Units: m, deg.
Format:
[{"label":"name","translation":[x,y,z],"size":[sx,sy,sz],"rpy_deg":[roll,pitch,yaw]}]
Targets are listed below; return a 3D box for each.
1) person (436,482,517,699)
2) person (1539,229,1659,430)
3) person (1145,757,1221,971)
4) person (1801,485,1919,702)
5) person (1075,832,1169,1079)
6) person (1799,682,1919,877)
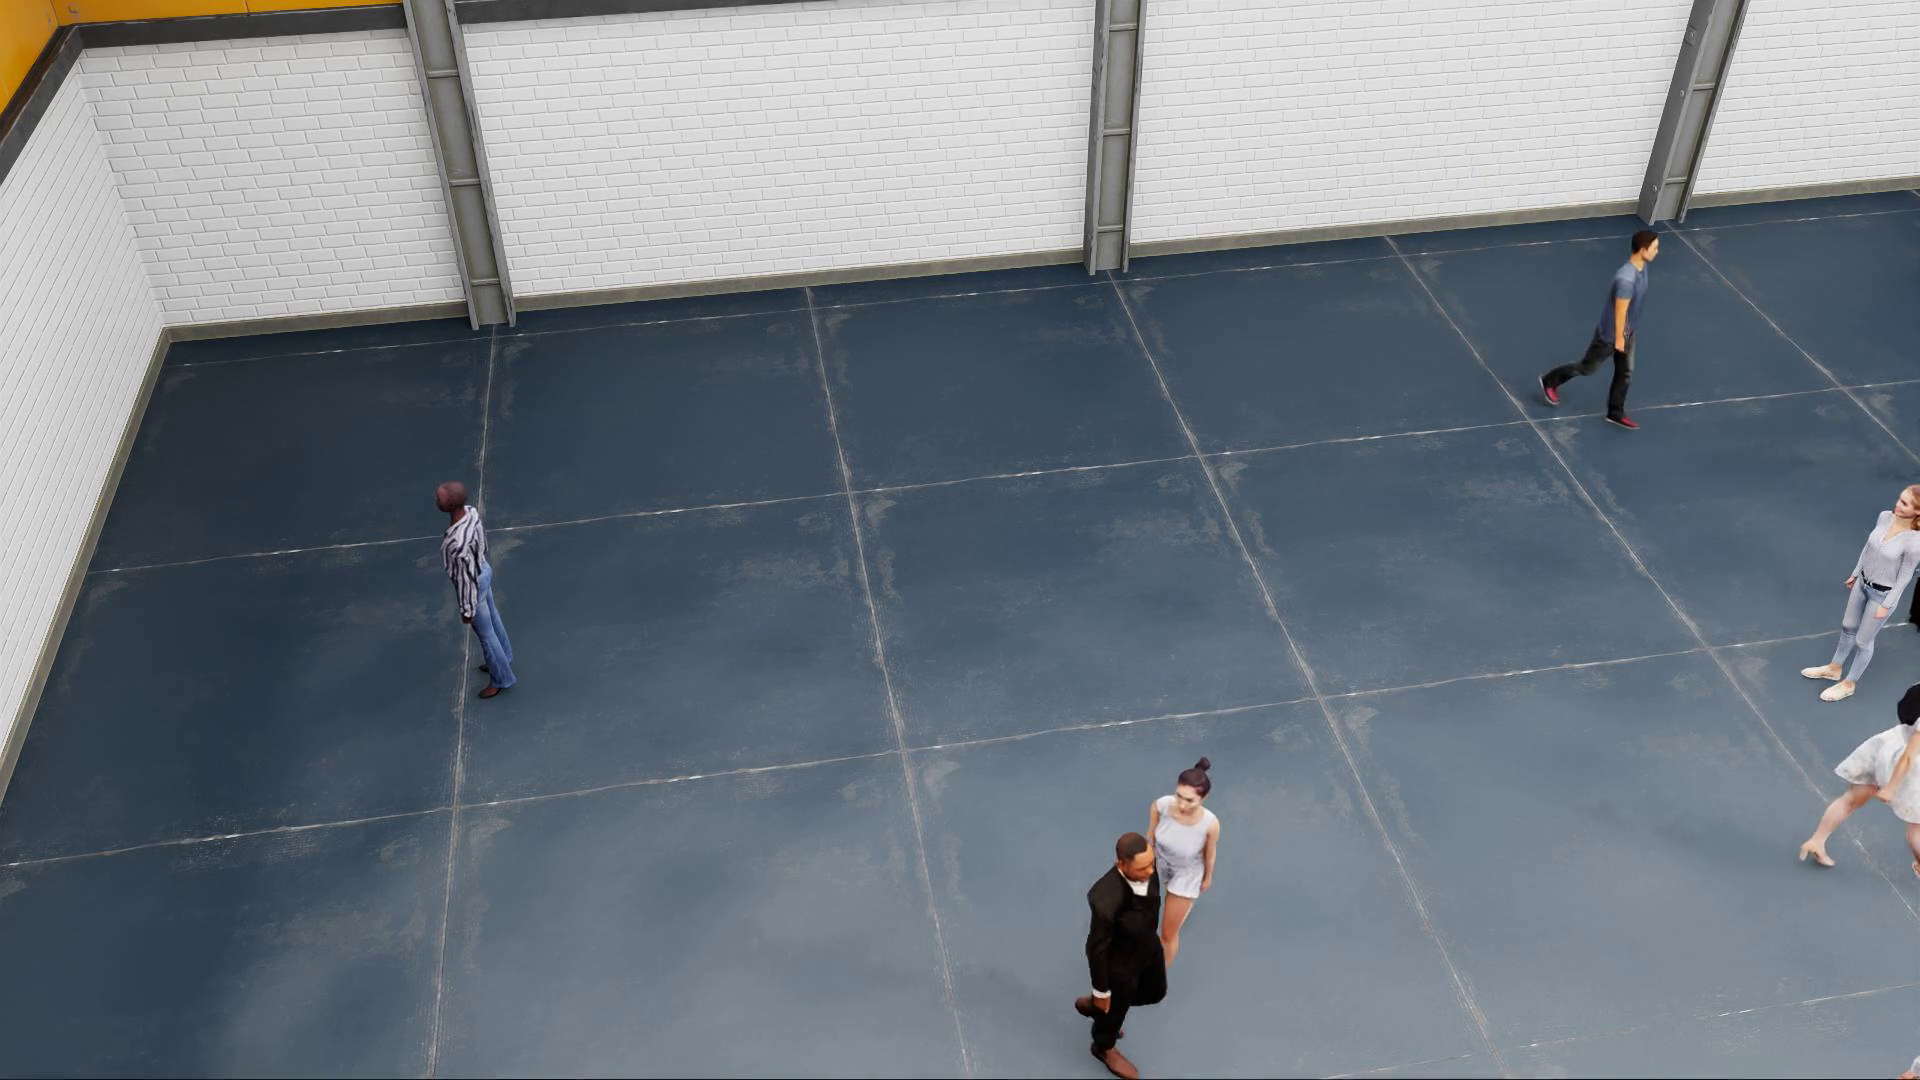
[{"label":"person","translation":[-3.323,0.326,11.405],"size":[0.520,1.796,0.620],"rpy_deg":[-5,39,-6]},{"label":"person","translation":[5.458,-1.802,14.092],"size":[1.171,1.768,1.193],"rpy_deg":[32,48,33]},{"label":"person","translation":[1.292,1.852,9.675],"size":[1.050,1.570,1.103],"rpy_deg":[23,44,26]},{"label":"person","translation":[6.263,0.349,11.376],"size":[0.509,1.796,0.590],"rpy_deg":[-5,39,-6]},{"label":"person","translation":[0.810,2.189,8.998],"size":[0.954,1.888,0.889],"rpy_deg":[26,46,29]},{"label":"person","translation":[5.584,1.395,10.113],"size":[1.201,1.738,0.956],"rpy_deg":[11,40,13]}]
